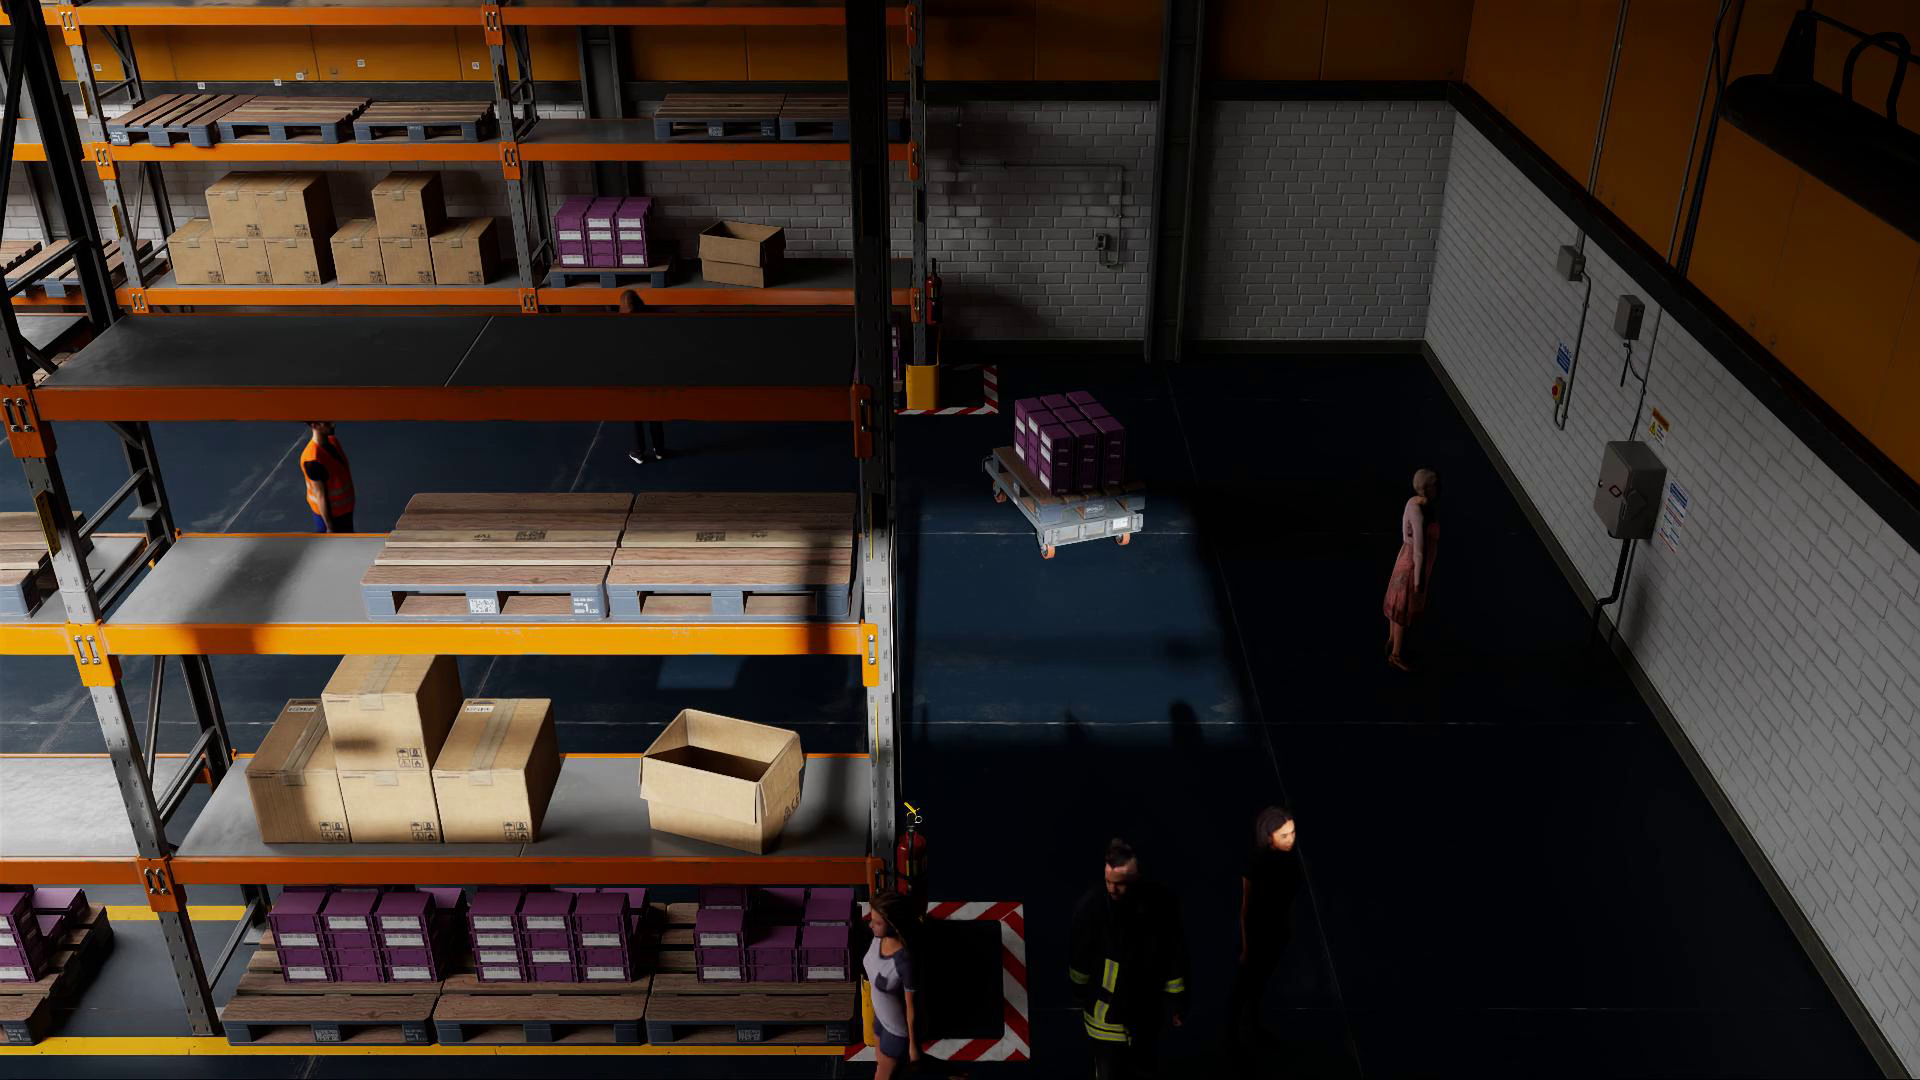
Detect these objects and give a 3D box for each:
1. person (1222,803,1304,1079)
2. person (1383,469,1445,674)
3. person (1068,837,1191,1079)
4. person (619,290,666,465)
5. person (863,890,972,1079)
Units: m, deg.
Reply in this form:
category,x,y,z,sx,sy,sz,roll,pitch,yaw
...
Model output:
category,x,y,z,sx,sy,sz,roll,pitch,yaw
person,1.662,2.173,9.211,0.650,1.739,0.712,-25,37,-38
person,3.493,0.220,12.840,0.592,1.692,0.608,4,29,7
person,0.878,2.321,8.845,0.764,1.830,0.883,-4,29,-7
person,-3.102,-1.585,16.094,0.605,1.745,0.723,-14,31,-23
person,-0.242,2.482,8.679,0.988,1.706,0.787,-11,31,-20
